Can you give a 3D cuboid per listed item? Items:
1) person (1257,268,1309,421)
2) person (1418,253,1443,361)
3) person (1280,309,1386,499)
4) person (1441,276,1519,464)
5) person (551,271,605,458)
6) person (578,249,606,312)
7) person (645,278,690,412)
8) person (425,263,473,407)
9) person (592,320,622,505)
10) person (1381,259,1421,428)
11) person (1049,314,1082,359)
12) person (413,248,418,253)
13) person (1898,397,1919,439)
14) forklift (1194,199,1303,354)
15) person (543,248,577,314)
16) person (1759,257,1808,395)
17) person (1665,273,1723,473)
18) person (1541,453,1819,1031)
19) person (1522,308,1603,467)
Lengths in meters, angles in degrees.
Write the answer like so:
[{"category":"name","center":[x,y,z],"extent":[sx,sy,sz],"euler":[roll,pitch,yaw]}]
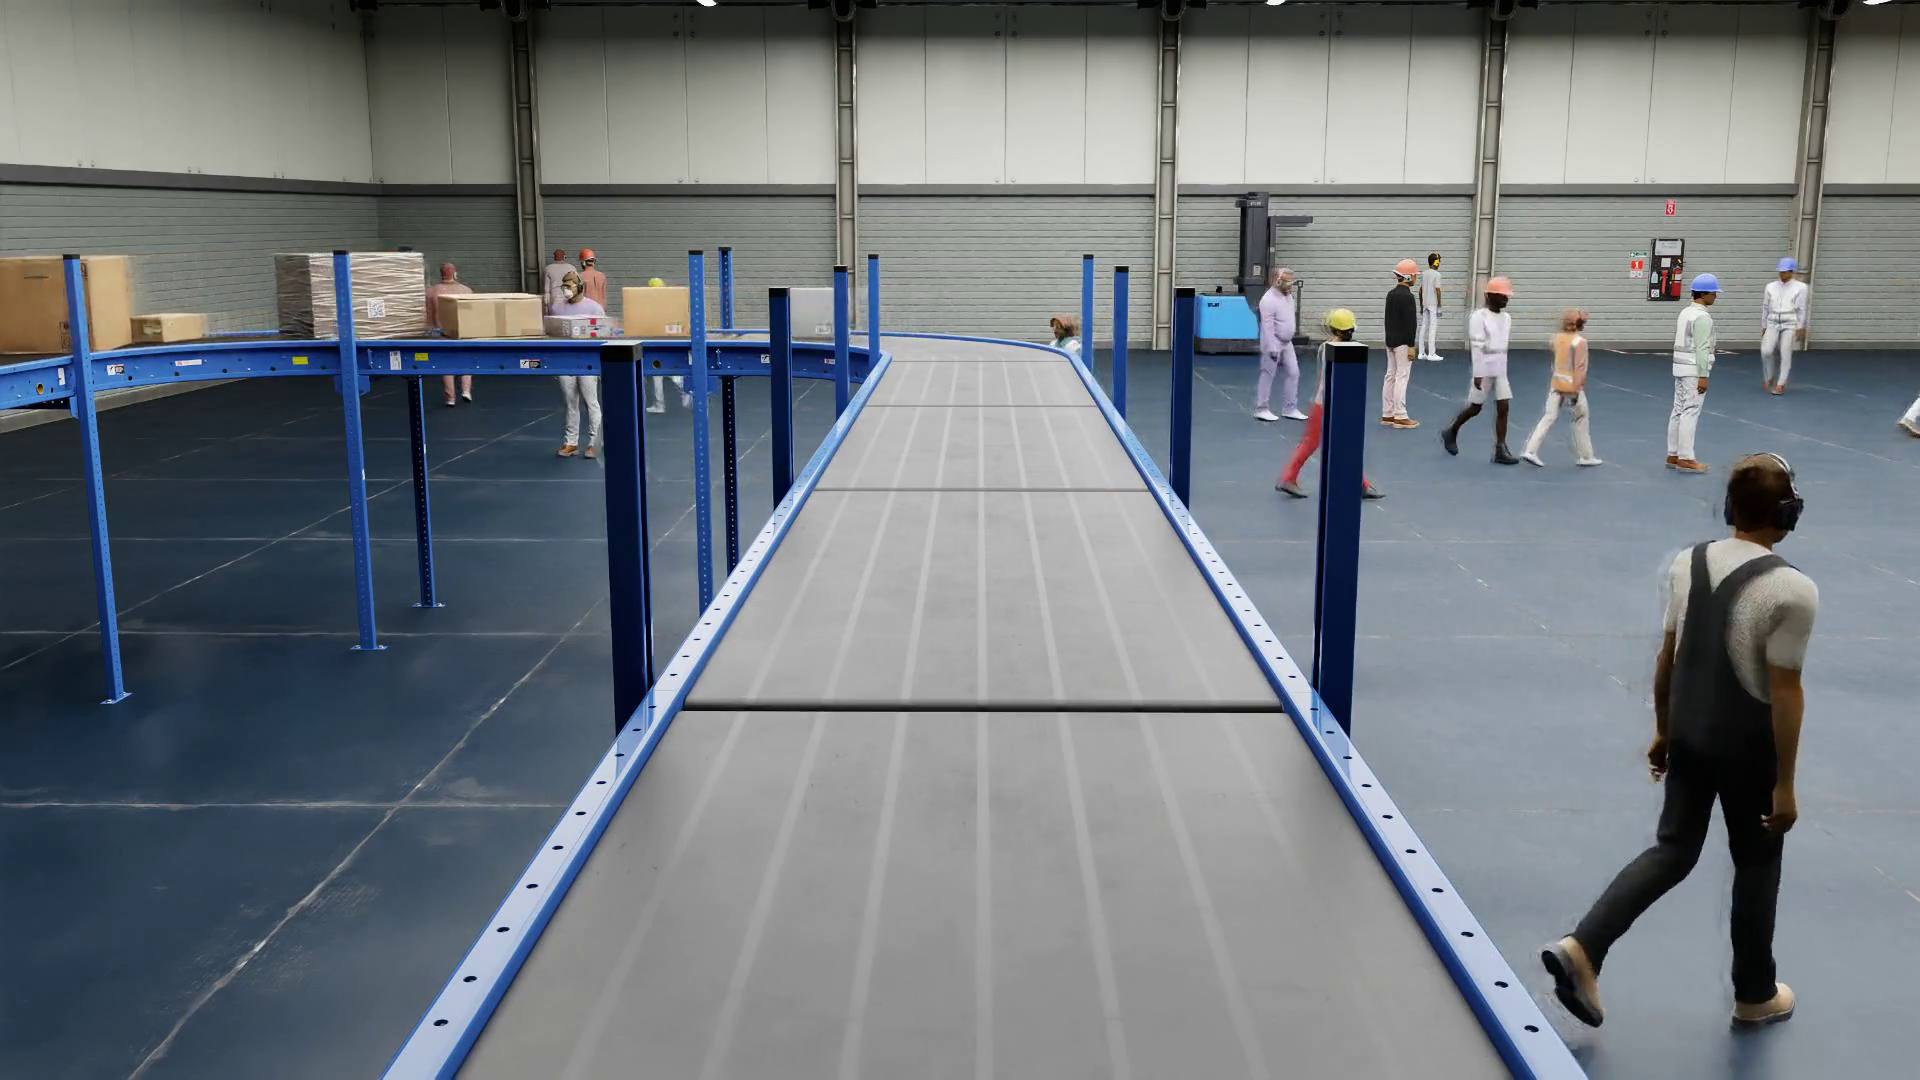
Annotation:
[{"category":"person","center":[3.971,-2.379,20.364],"extent":[0.773,1.873,0.682],"euler":[10,15,41]},{"category":"person","center":[8.295,-4.106,29.287],"extent":[0.329,1.865,0.516],"euler":[-6,12,-28]},{"category":"person","center":[3.309,-1.210,14.826],"extent":[0.901,1.705,0.522],"euler":[7,13,33]},{"category":"person","center":[5.413,-1.765,17.157],"extent":[0.547,1.908,0.866],"euler":[-5,12,-26]},{"category":"person","center":[-3.995,-1.832,17.405],"extent":[0.635,1.937,0.355],"euler":[4,12,18]},{"category":"person","center":[-5.838,-3.583,26.254],"extent":[0.392,1.995,0.612],"euler":[8,13,34]},{"category":"person","center":[-3.800,-2.502,21.378],"extent":[0.527,1.727,0.499],"euler":[6,12,28]},{"category":"person","center":[-6.788,-2.727,22.129],"extent":[0.655,1.891,0.527],"euler":[-5,12,-23]},{"category":"person","center":[-2.996,-1.080,14.325],"extent":[0.396,1.620,0.543],"euler":[-4,12,-19]},{"category":"person","center":[5.296,-2.354,19.938],"extent":[0.381,1.994,0.620],"euler":[-2,11,-12]},{"category":"person","center":[1.022,-1.368,15.932],"extent":[0.875,1.586,0.527],"euler":[-9,14,-37]},{"category":"person","center":[-9.095,-3.786,27.302],"extent":[1.003,2.002,0.618],"euler":[3,11,13]},{"category":"person","center":[11.022,-2.026,18.644],"extent":[0.863,1.855,0.585],"euler":[-1,11,-7]},{"category":"forklift","center":[5.313,-4.851,30.603],"extent":[1.873,2.768,1.129],"euler":[0,11,1]},{"category":"person","center":[-7.506,-4.521,31.304],"extent":[0.651,1.907,0.409],"euler":[-4,12,-21]},{"category":"person","center":[11.643,-3.023,23.557],"extent":[0.608,1.932,0.450],"euler":[11,15,44]},{"category":"person","center":[7.279,-1.659,16.488],"extent":[0.405,1.946,0.610],"euler":[1,11,5]},{"category":"person","center":[2.256,0.642,5.042],"extent":[0.821,1.820,0.537],"euler":[-5,12,-24]},{"category":"person","center":[6.083,-1.530,16.723],"extent":[0.847,1.604,0.512],"euler":[-3,12,-17]}]
